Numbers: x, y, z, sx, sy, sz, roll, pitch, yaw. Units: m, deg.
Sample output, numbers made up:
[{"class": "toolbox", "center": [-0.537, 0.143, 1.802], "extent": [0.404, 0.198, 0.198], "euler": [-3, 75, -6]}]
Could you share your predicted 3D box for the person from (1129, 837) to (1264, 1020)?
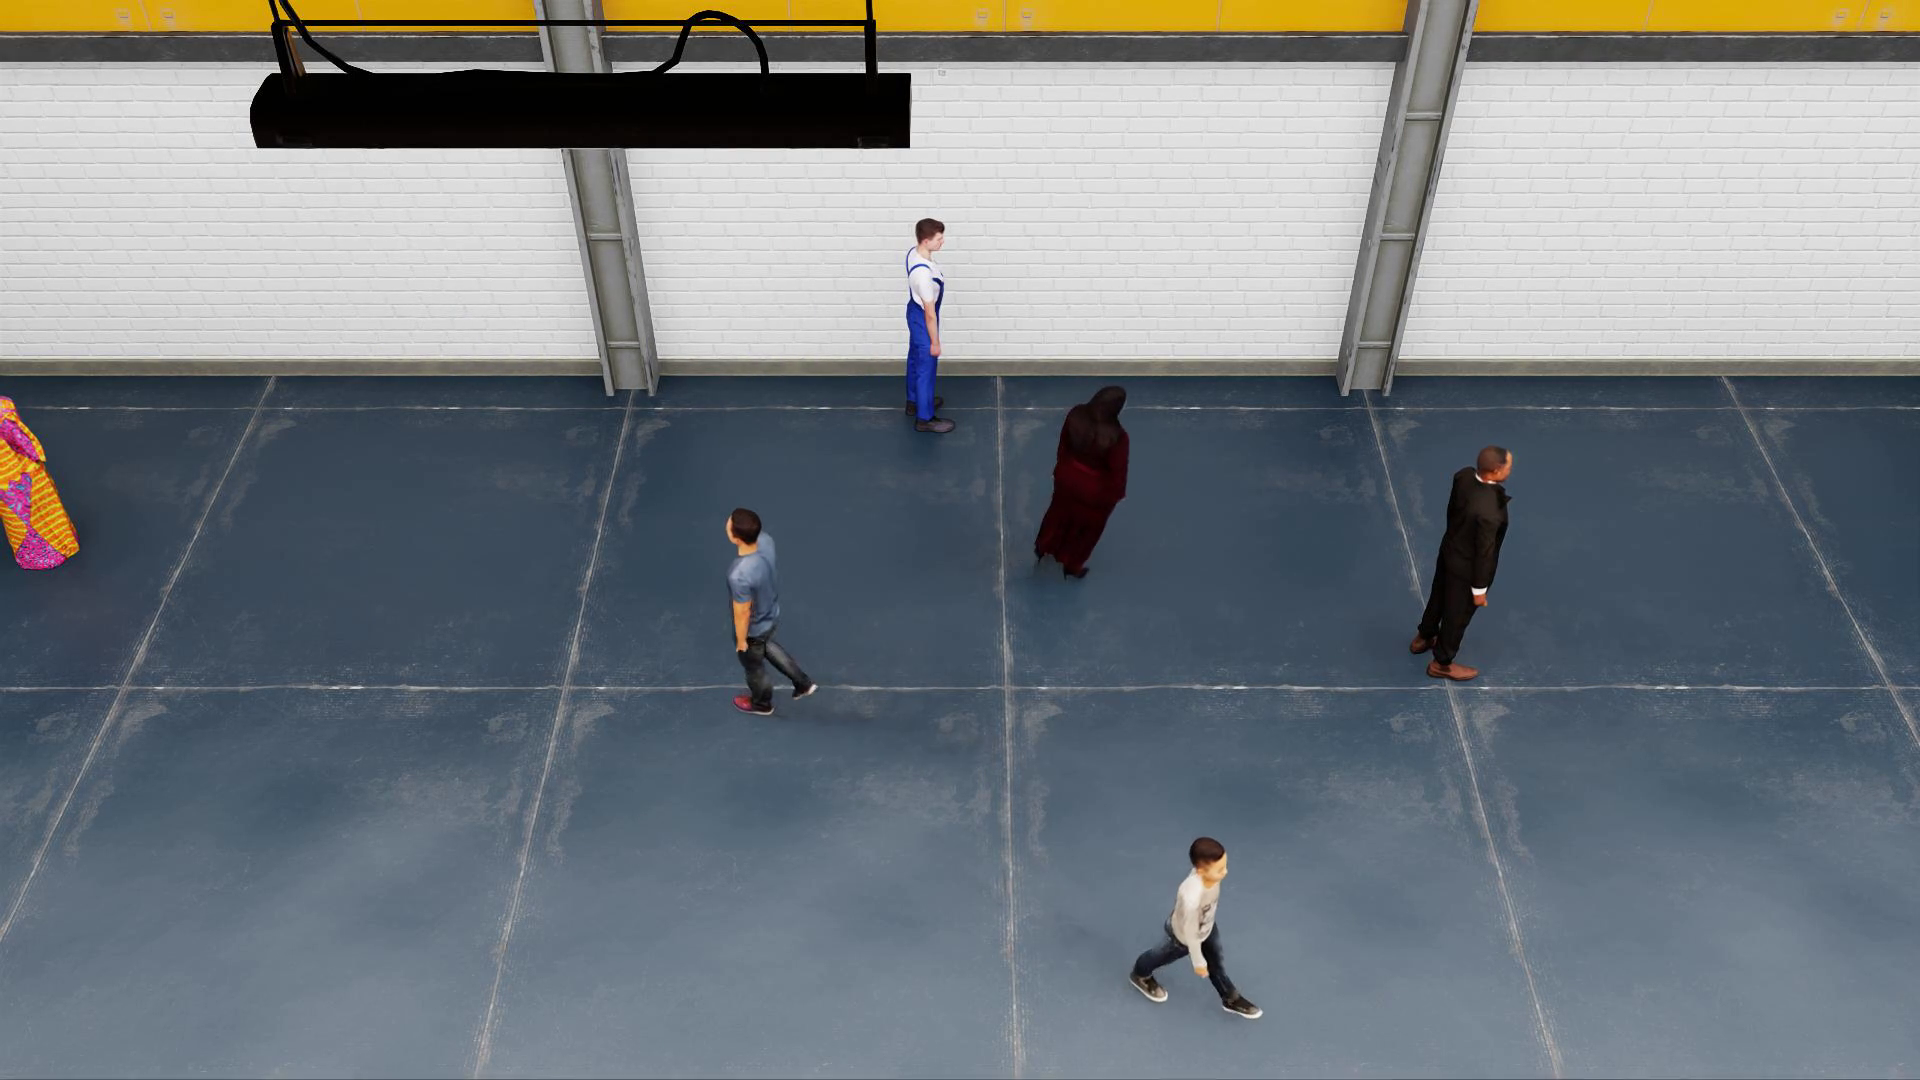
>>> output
[{"class": "person", "center": [1.192, 2.100, 9.097], "extent": [1.056, 1.427, 0.915], "euler": [27, 50, 25]}]

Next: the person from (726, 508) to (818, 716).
[{"class": "person", "center": [-1.211, 0.495, 10.510], "extent": [0.906, 1.802, 0.799], "euler": [12, 45, 13]}]

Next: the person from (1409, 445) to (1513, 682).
[{"class": "person", "center": [3.284, 0.134, 10.814], "extent": [0.665, 1.905, 0.722], "euler": [-7, 44, -7]}]

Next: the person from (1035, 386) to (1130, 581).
[{"class": "person", "center": [0.833, -0.368, 11.478], "extent": [0.880, 1.716, 0.983], "euler": [18, 46, 18]}]

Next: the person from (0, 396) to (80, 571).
[{"class": "person", "center": [-6.705, -0.520, 11.660], "extent": [0.796, 1.686, 0.762], "euler": [19, 47, 19]}]

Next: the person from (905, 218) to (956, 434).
[{"class": "person", "center": [-0.280, -1.657, 12.735], "extent": [0.650, 1.849, 0.683], "euler": [-10, 44, -10]}]
